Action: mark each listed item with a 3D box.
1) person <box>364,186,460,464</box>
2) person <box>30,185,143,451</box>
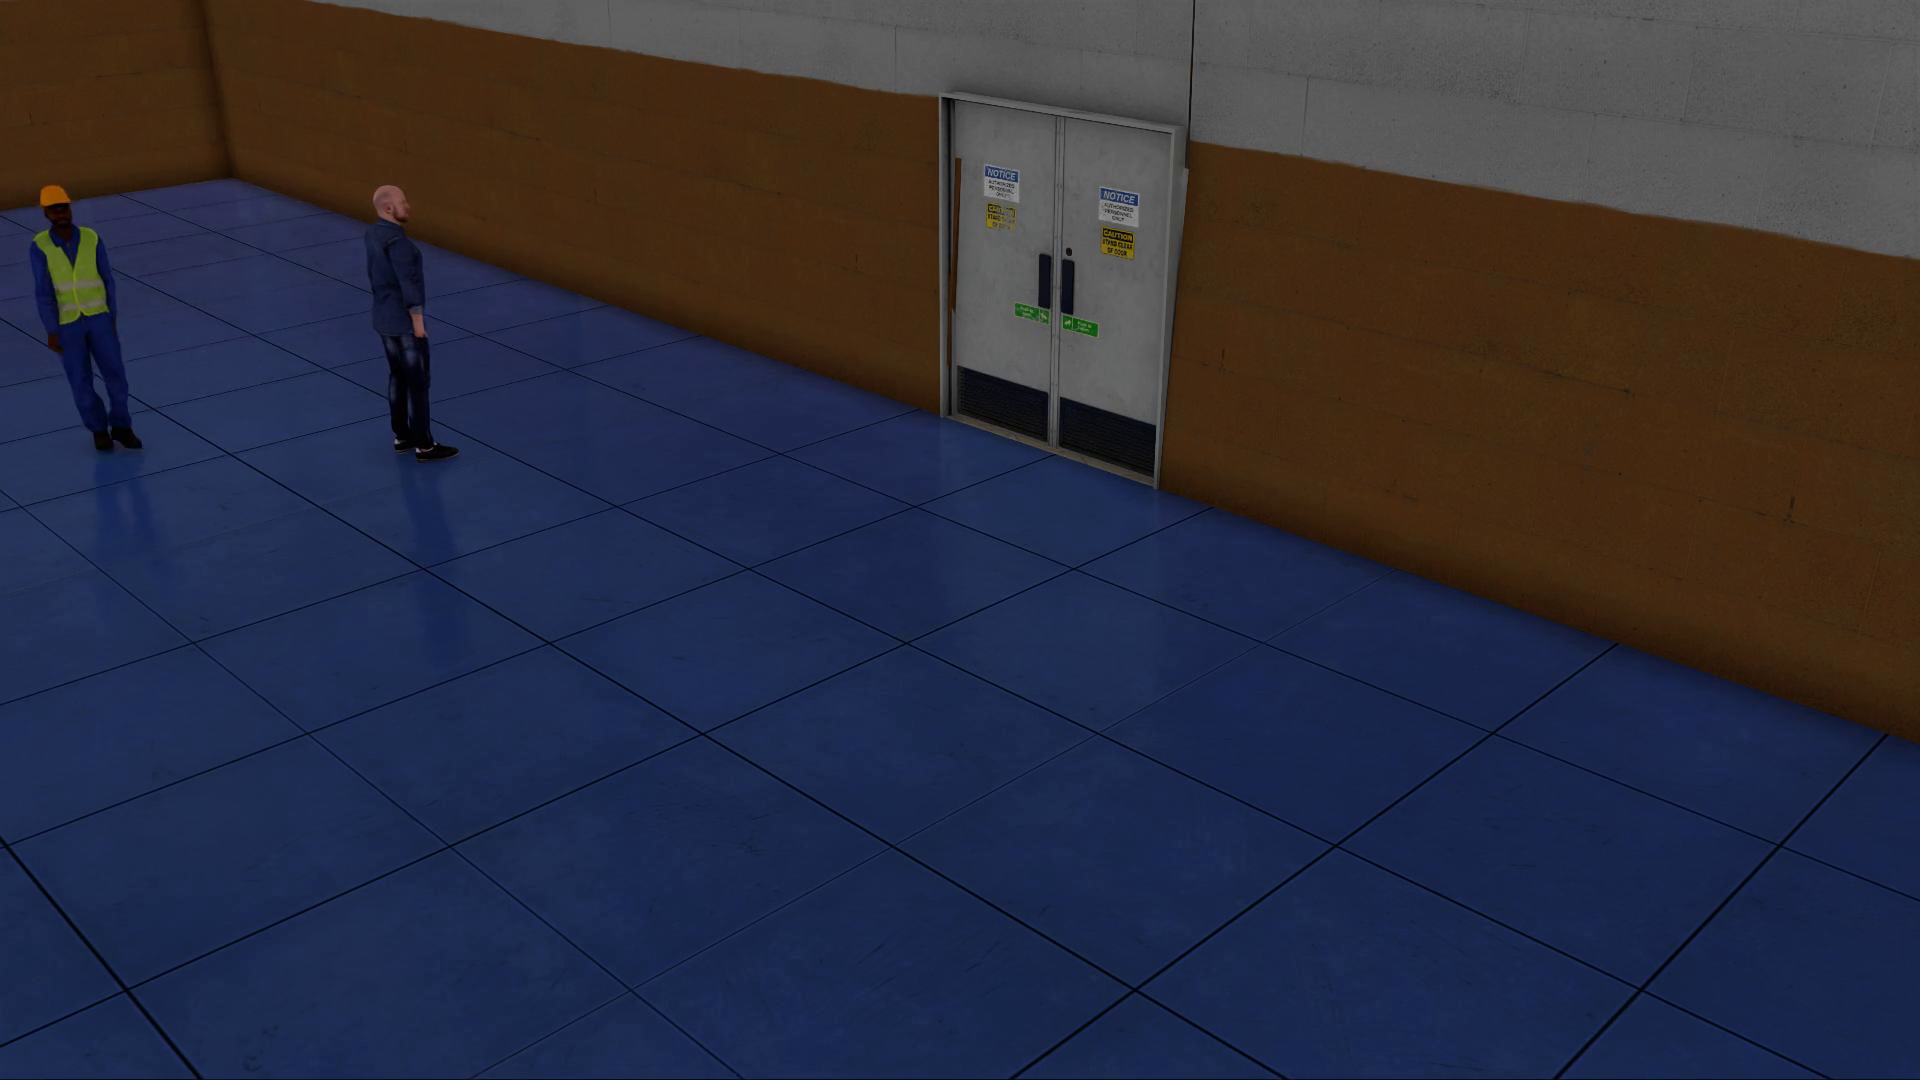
[{"bbox_3d":[-3.688,-1.429,11.020,0.574,1.823,0.703,-21,31,-39],"label":"person"},{"bbox_3d":[-5.930,-1.482,11.170,0.690,1.798,0.770,-17,29,-34],"label":"person"}]
